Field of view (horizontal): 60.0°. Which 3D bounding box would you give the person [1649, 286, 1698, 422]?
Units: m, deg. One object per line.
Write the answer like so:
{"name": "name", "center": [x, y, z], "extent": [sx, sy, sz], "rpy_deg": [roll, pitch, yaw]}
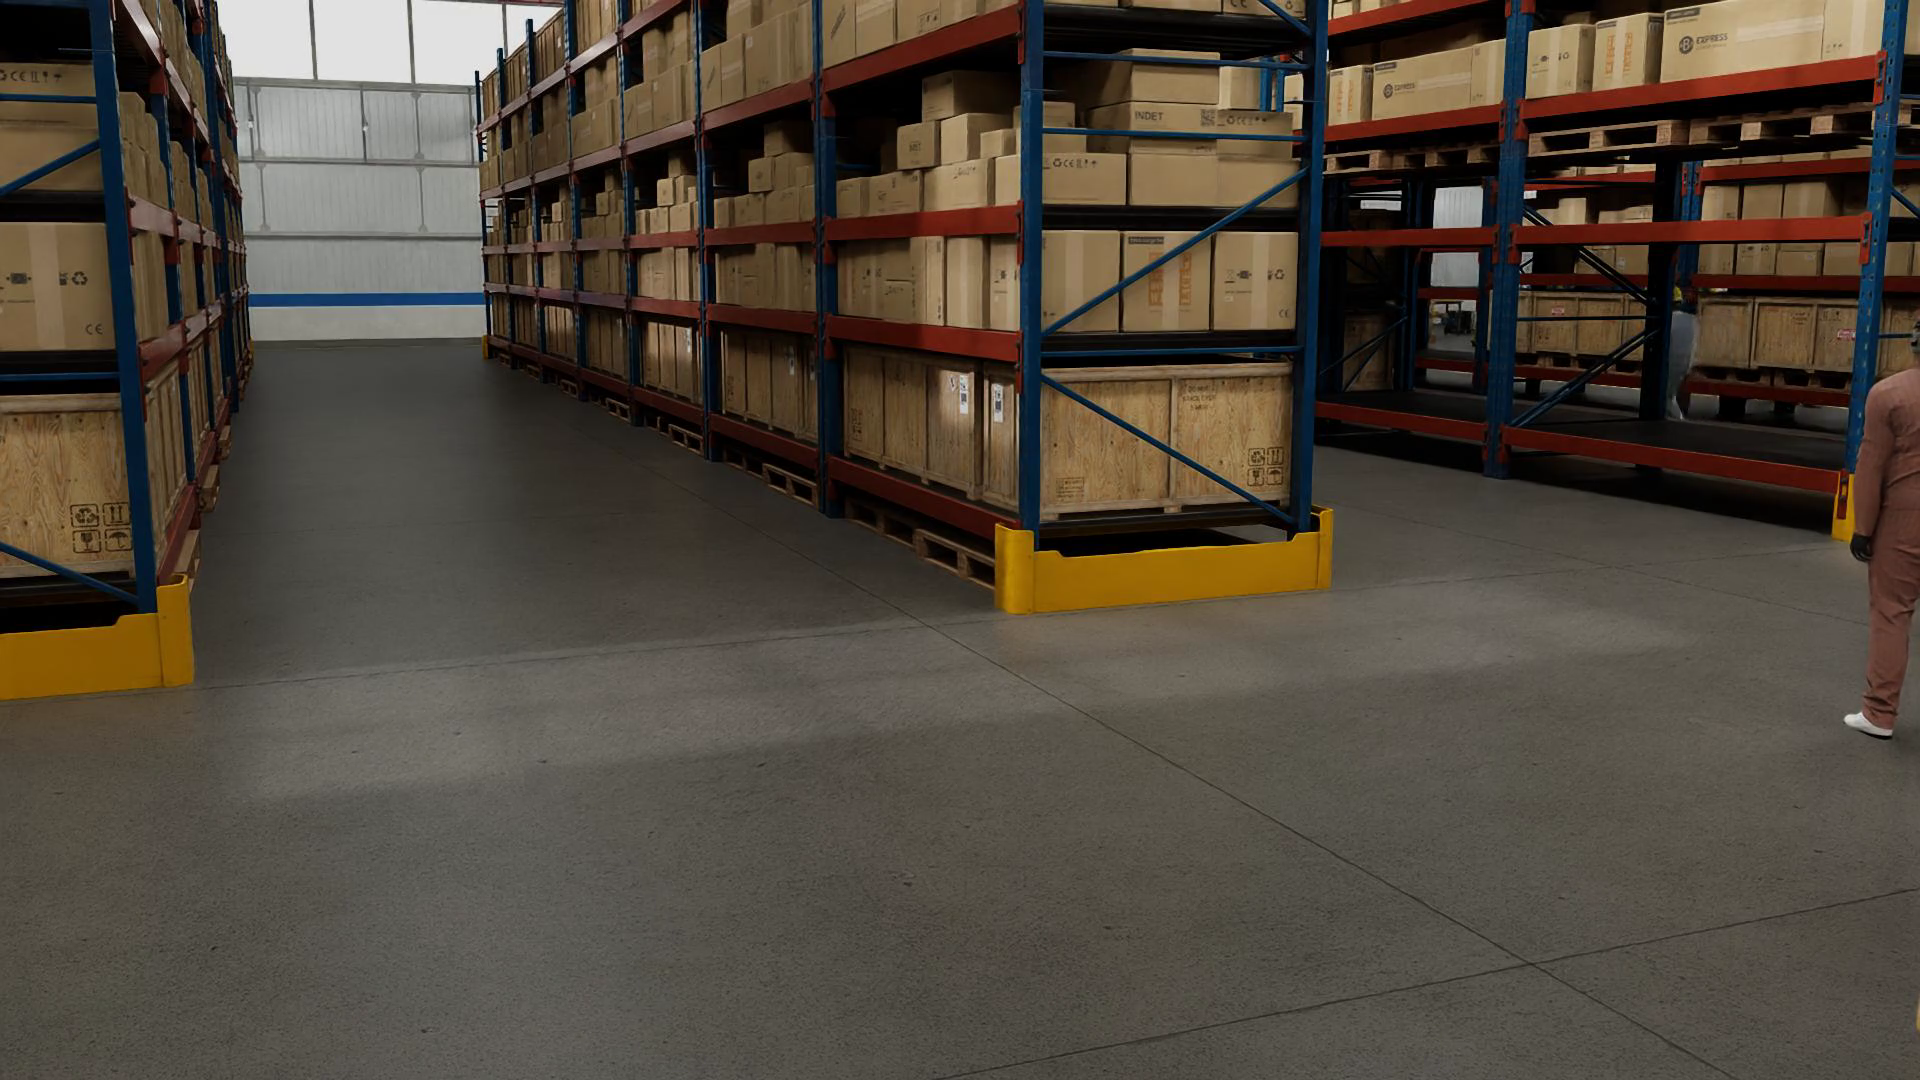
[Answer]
{"name": "person", "center": [7.798, -1.887, 18.319], "extent": [0.615, 1.822, 0.414], "rpy_deg": [-4, 10, -20]}

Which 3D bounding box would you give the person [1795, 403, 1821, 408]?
{"name": "person", "center": [12.152, -2.734, 23.620], "extent": [0.528, 1.758, 0.360], "rpy_deg": [-5, 11, -26]}

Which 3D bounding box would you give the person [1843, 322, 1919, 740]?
{"name": "person", "center": [4.215, -0.072, 7.256], "extent": [0.639, 1.899, 0.396], "rpy_deg": [1, 9, 4]}
